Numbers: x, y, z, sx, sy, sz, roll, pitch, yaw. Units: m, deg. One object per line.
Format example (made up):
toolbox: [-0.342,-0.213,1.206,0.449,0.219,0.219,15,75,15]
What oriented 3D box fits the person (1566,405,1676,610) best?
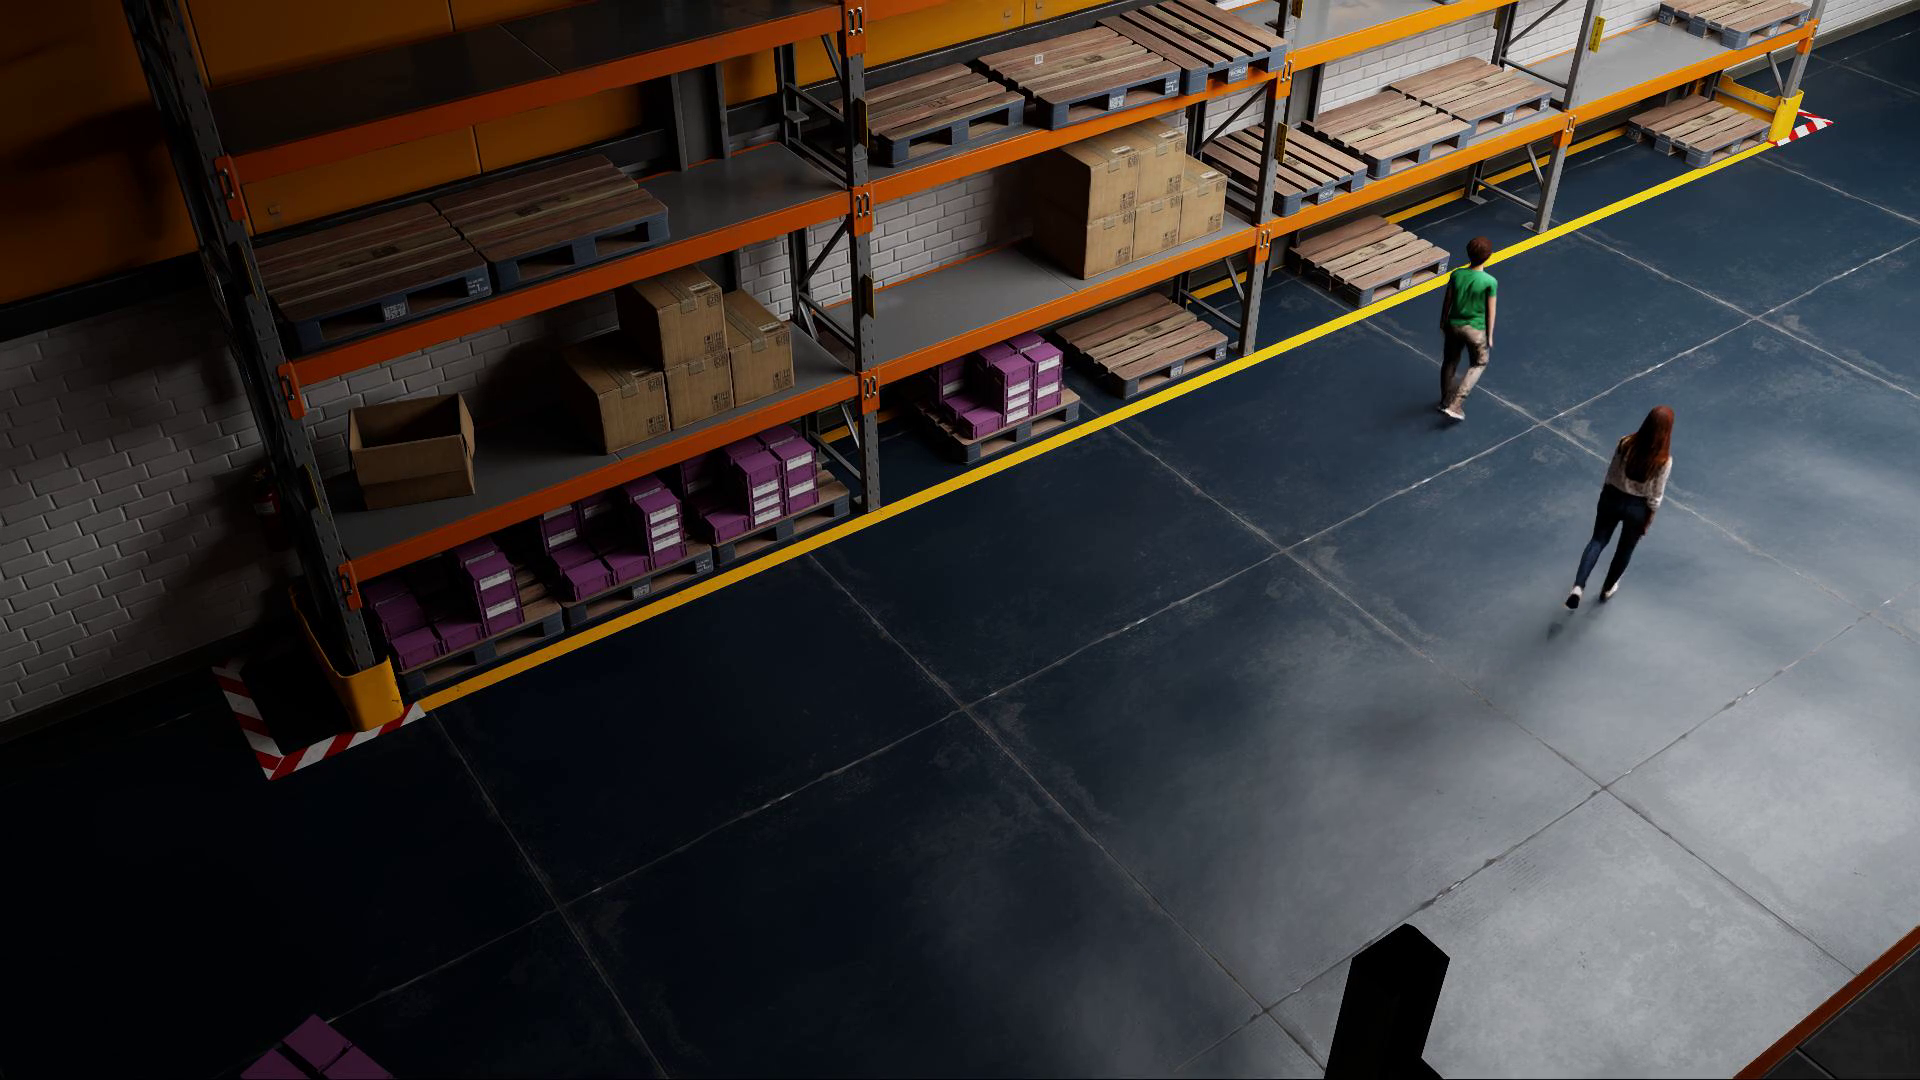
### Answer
person: [4.660,-0.185,11.733,0.746,1.712,1.004,27,46,29]

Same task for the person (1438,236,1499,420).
person: [4.149,-1.708,13.692,0.761,1.647,0.829,25,45,28]
